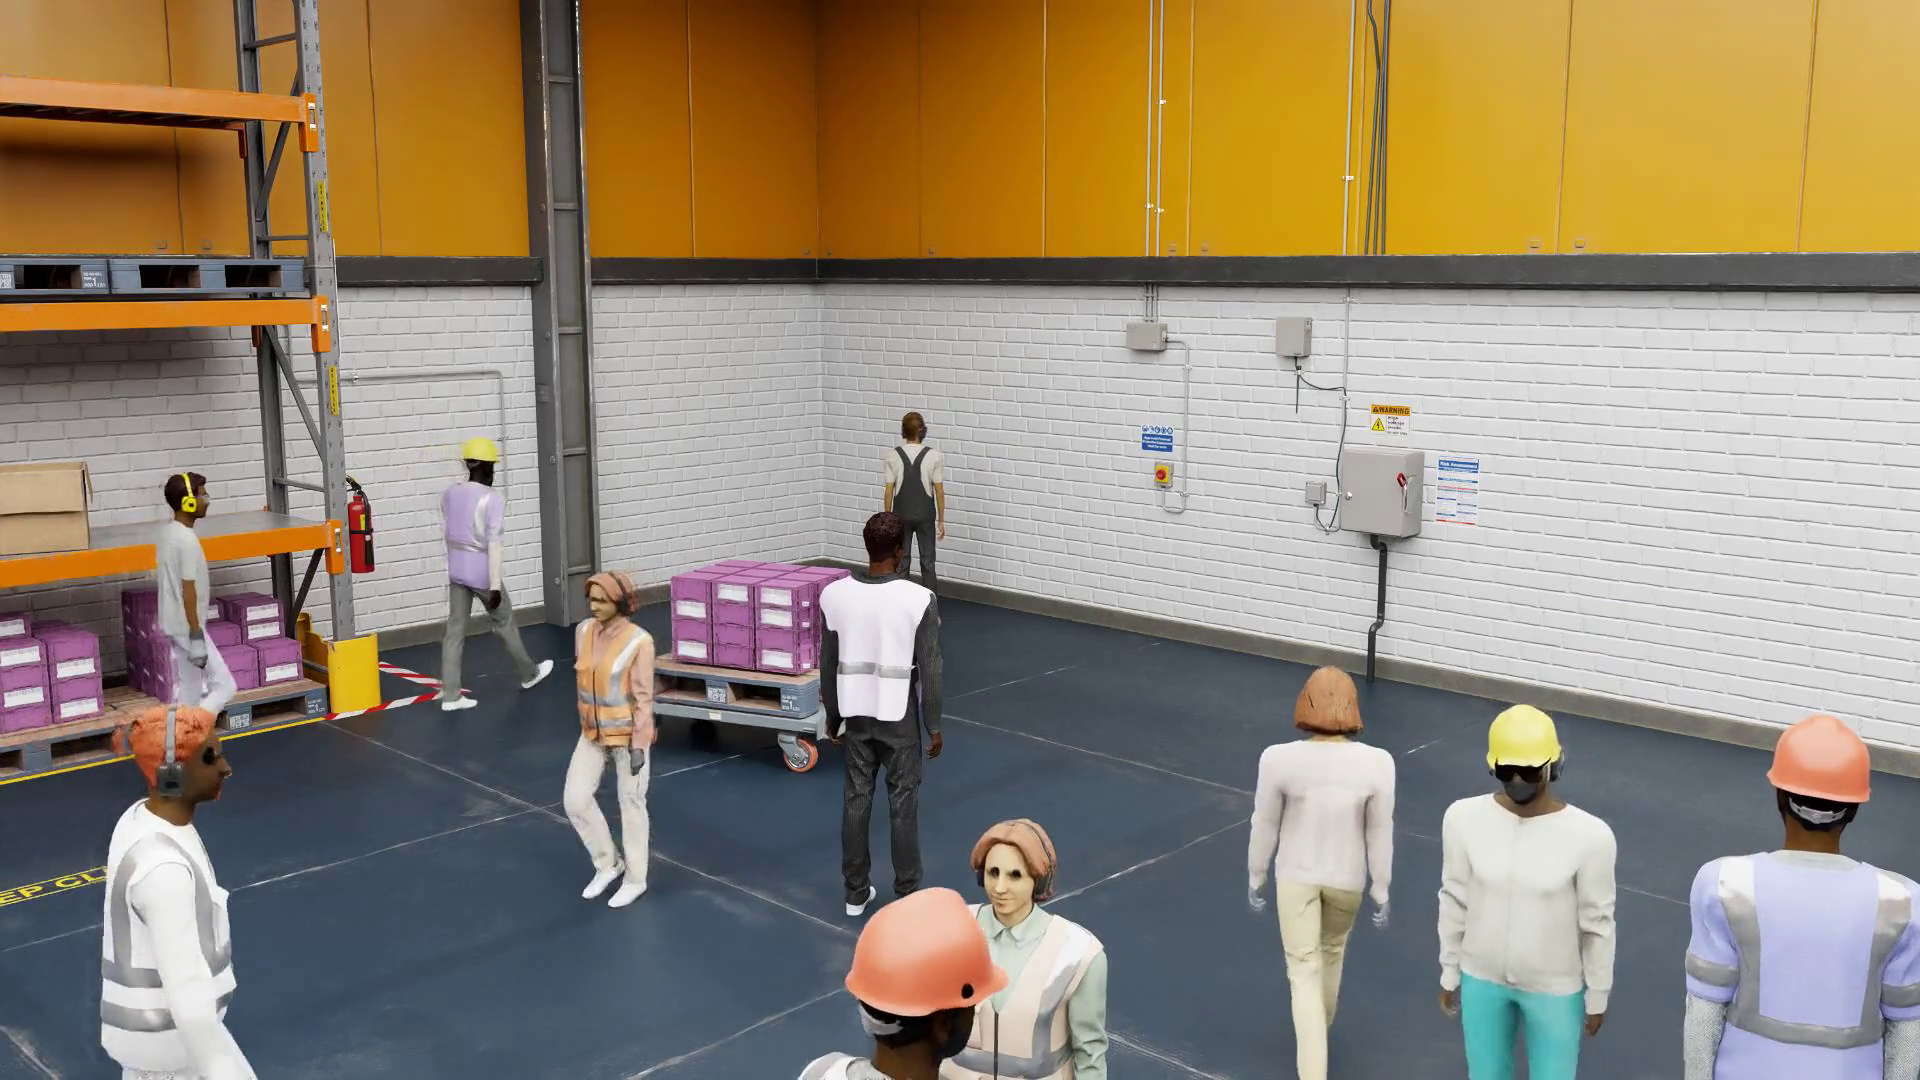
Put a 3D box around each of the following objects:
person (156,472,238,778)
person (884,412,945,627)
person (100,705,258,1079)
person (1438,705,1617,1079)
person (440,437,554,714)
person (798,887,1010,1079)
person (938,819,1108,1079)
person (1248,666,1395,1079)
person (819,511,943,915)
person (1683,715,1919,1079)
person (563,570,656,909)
[{"bbox_3d":[-4.472,0.528,9.740,0.382,1.857,0.556,-8,12,-40],"label":"person"},{"bbox_3d":[-0.383,-0.155,13.979,0.508,1.842,0.336,1,9,3],"label":"person"},{"bbox_3d":[-2.085,1.364,4.614,0.713,1.855,0.603,-4,10,-25],"label":"person"},{"bbox_3d":[1.743,1.336,5.130,0.519,1.751,0.510,6,11,32],"label":"person"},{"bbox_3d":[-3.308,0.220,11.597,0.590,1.865,0.988,4,10,26],"label":"person"},{"bbox_3d":[-0.075,1.579,3.082,0.360,1.940,0.553,-8,12,-39],"label":"person"},{"bbox_3d":[0.131,1.517,4.341,0.514,1.645,0.308,3,10,19],"label":"person"},{"bbox_3d":[1.324,1.252,6.114,0.510,1.593,0.832,0,9,2],"label":"person"},{"bbox_3d":[-0.368,0.823,7.756,0.594,1.917,0.373,3,10,20],"label":"person"},{"bbox_3d":[2.103,1.392,4.206,0.545,1.938,0.360,3,10,17],"label":"person"},{"bbox_3d":[-1.647,0.947,7.848,0.526,1.623,0.409,6,11,33],"label":"person"}]
